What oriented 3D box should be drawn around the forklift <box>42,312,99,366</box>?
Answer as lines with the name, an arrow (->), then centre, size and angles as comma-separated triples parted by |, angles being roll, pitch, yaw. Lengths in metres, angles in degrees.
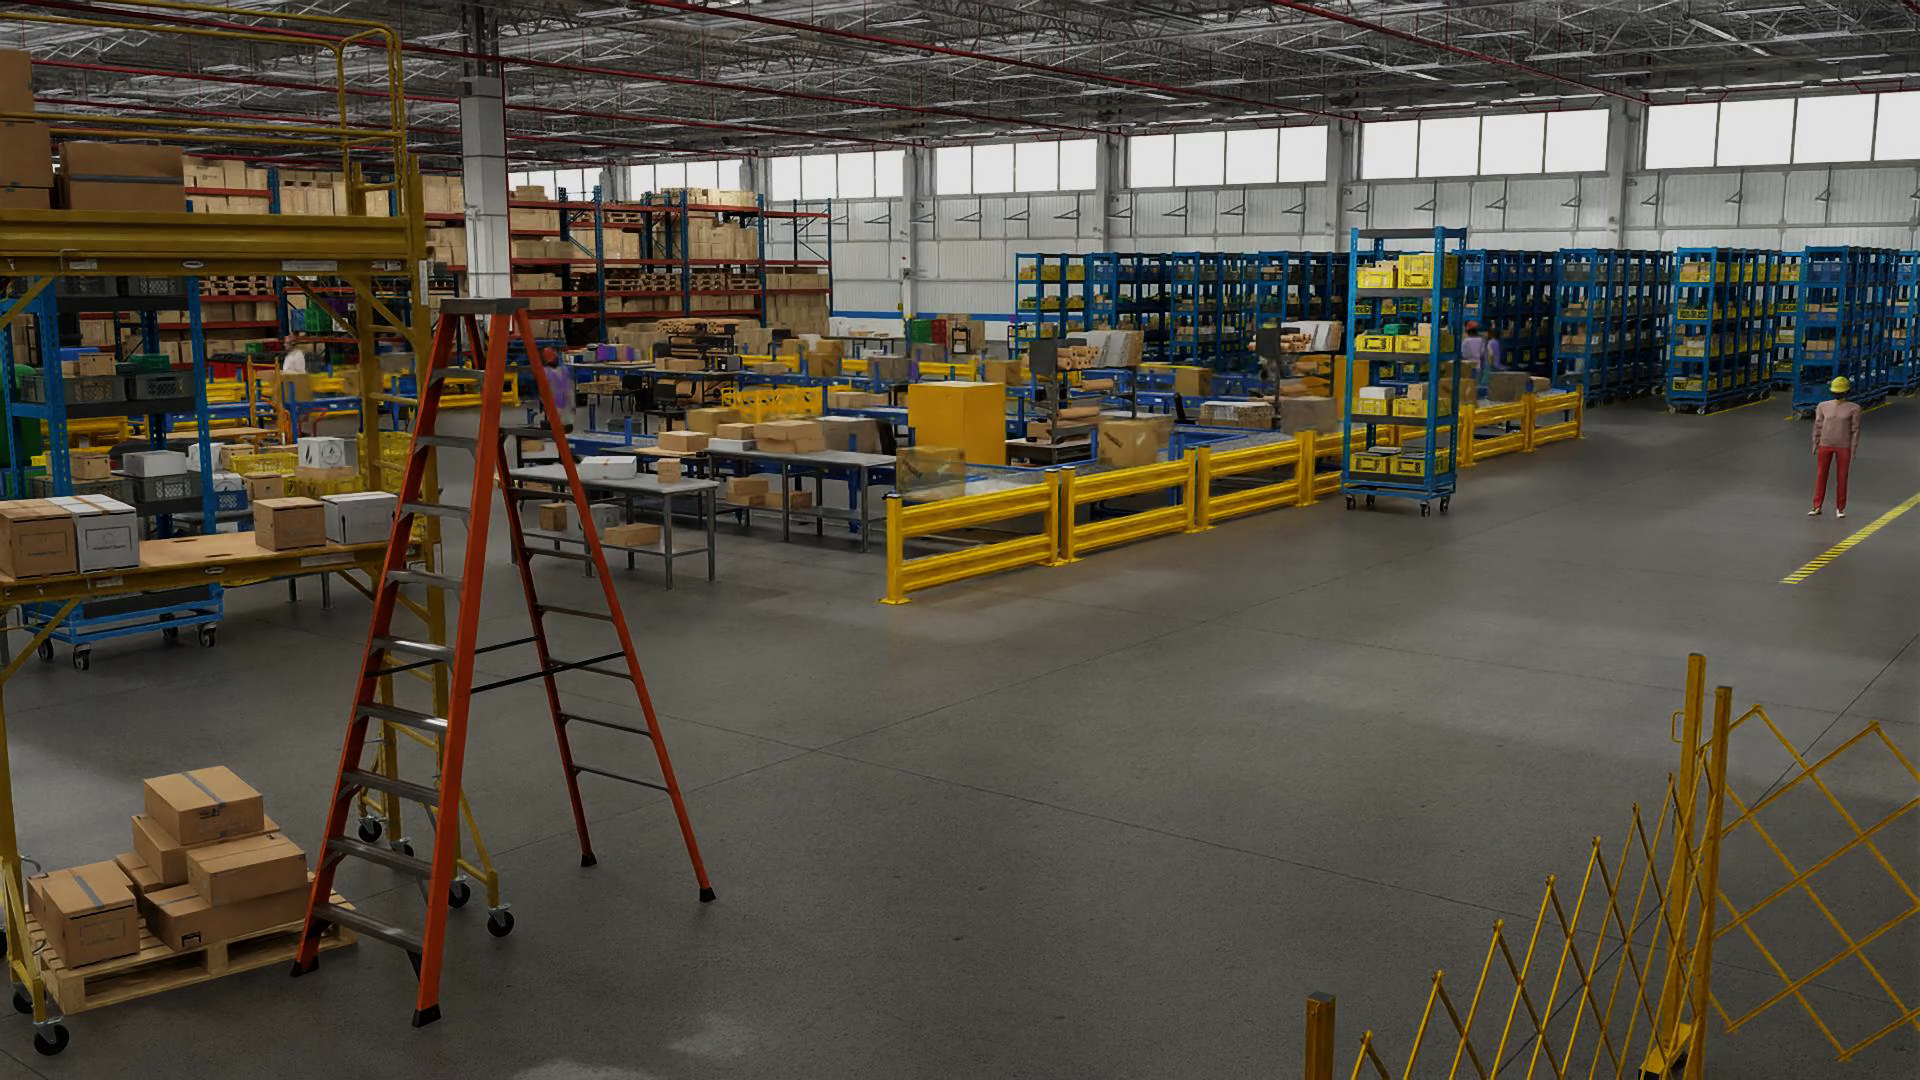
forklift -> -23.779, -5.451, 44.052 | 1.873, 2.768, 1.129 | 7, 11, 36

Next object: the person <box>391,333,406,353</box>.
person -> -16.091, -5.497, 47.425 | 0.719, 1.890, 0.653 | -7, 12, -39

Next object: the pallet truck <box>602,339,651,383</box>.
pallet truck -> -8.991, -4.871, 45.351 | 0.653, 1.274, 1.630 | 7, 11, 37

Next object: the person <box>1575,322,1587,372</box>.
person -> 16.669, -5.121, 44.832 | 0.622, 1.979, 0.587 | -4, 10, -23

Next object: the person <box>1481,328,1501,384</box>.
person -> 12.075, -3.897, 37.648 | 0.695, 1.824, 0.585 | 6, 11, 34

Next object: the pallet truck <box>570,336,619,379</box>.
pallet truck -> -10.690, -5.294, 48.215 | 1.601, 1.201, 0.680 | -5, 10, -26

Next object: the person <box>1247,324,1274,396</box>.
person -> 7.409, -4.395, 40.820 | 0.904, 1.791, 0.623 | 3, 10, 20

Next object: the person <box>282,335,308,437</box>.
person -> -12.352, -2.841, 30.830 | 0.436, 1.889, 0.668 | -7, 12, -38

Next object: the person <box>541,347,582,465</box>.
person -> -6.411, -2.142, 26.500 | 0.506, 1.892, 0.631 | 6, 11, 33

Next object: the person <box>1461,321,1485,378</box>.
person -> 10.930, -3.685, 35.722 | 0.608, 2.026, 0.525 | -4, 10, -23

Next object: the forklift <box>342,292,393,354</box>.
forklift -> -16.485, -5.622, 45.120 | 1.129, 2.768, 1.873 | 7, 11, 37

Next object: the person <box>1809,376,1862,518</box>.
person -> 10.925, -1.162, 20.764 | 0.523, 1.765, 0.316 | 6, 11, 35
